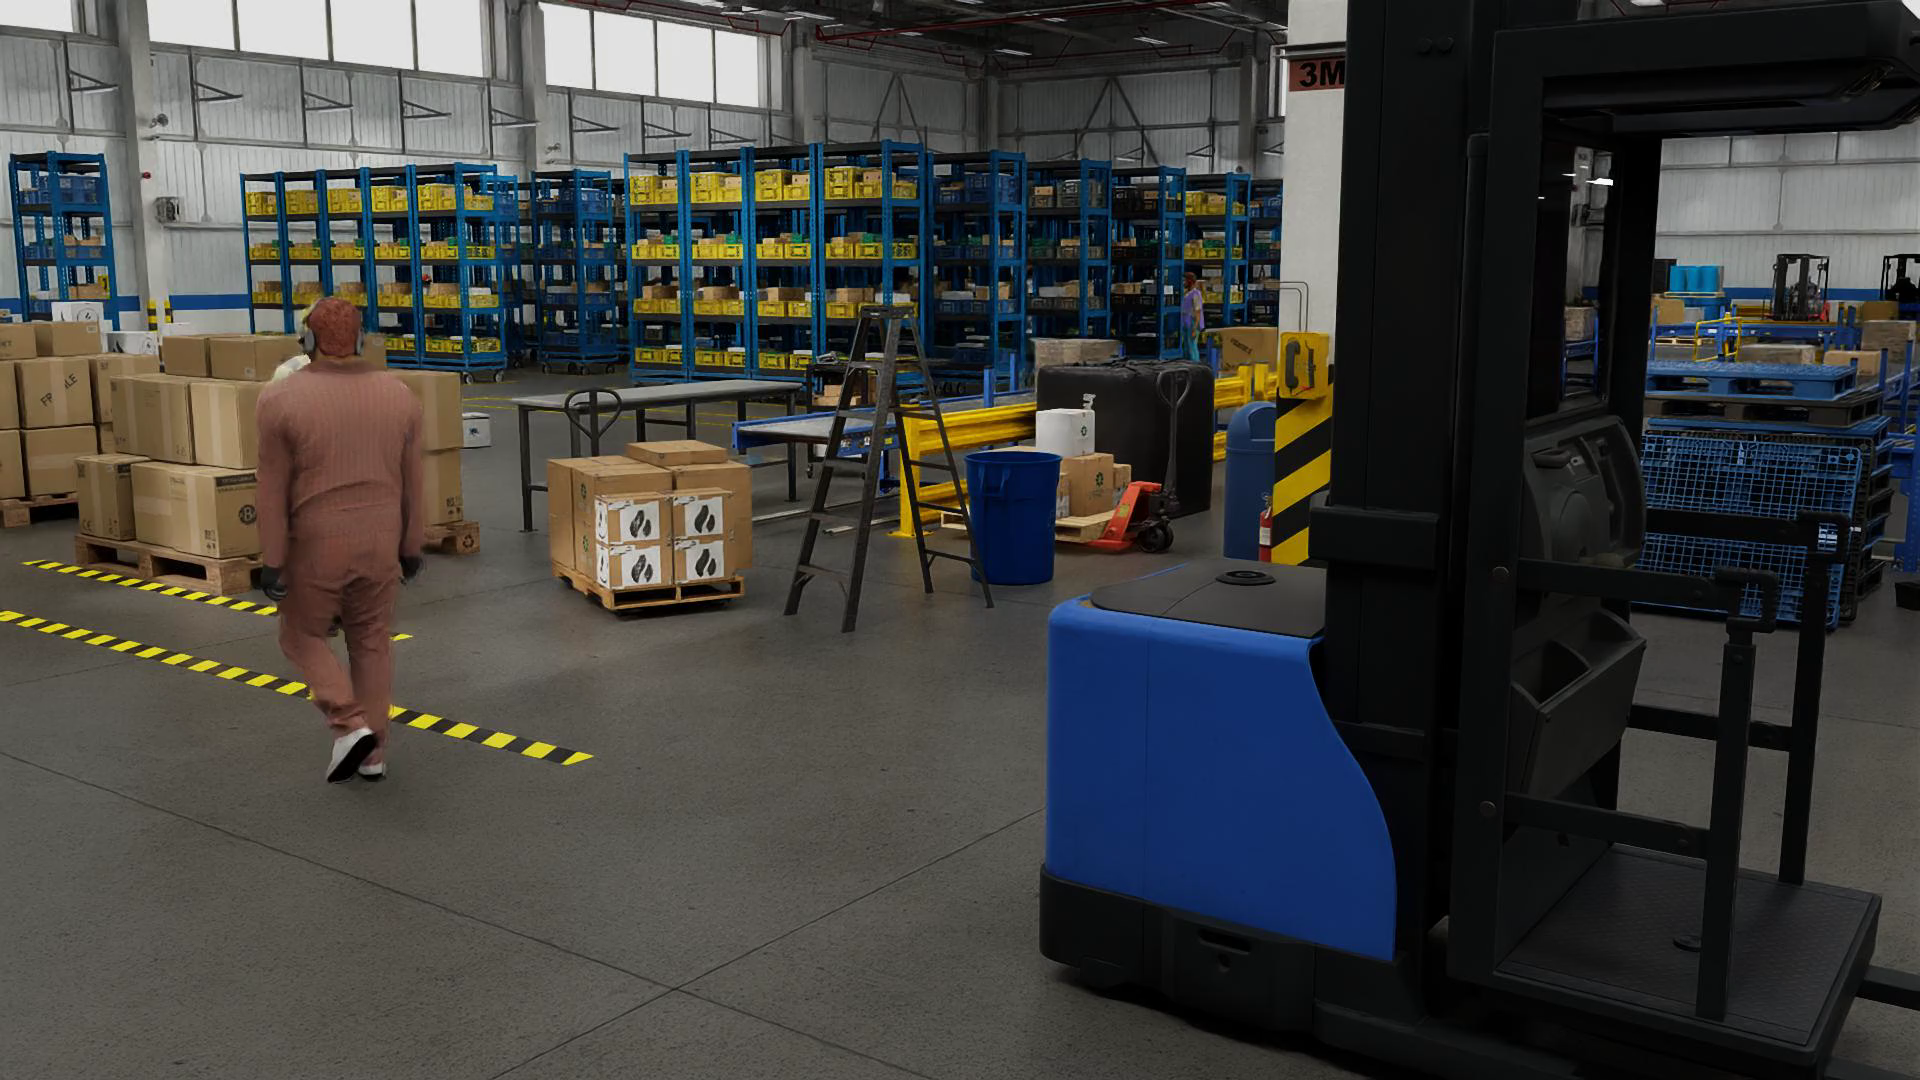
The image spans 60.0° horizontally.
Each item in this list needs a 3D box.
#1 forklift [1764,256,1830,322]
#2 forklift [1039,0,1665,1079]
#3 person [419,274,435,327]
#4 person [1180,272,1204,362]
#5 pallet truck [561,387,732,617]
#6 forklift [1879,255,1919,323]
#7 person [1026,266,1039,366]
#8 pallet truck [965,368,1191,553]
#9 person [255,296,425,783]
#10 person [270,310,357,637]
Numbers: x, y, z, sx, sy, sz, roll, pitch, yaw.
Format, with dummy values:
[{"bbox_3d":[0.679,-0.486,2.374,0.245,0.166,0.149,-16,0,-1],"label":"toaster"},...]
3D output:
[{"bbox_3d":[20.253,-5.854,40.139,1.157,1.987,2.680,7,12,35],"label":"forklift"},{"bbox_3d":[1.249,-0.137,4.360,1.873,2.768,1.129,7,12,35],"label":"forklift"},{"bbox_3d":[-11.534,-4.891,36.063,0.355,1.744,0.557,4,10,23],"label":"person"},{"bbox_3d":[3.757,-3.418,26.981,0.373,1.841,0.570,-1,10,-9],"label":"person"},{"bbox_3d":[-1.981,-0.274,10.088,0.680,1.201,1.601,-5,11,-28],"label":"pallet truck"},{"bbox_3d":[22.089,-5.634,38.796,1.157,1.987,2.680,6,11,33],"label":"forklift"},{"bbox_3d":[1.341,-4.247,31.385,0.635,2.022,0.622,5,11,27],"label":"person"},{"bbox_3d":[0.845,-0.609,11.869,1.630,1.274,0.653,7,12,35],"label":"pallet truck"},{"bbox_3d":[-2.361,0.018,6.380,0.664,1.888,0.464,-9,13,-43],"label":"person"},{"bbox_3d":[-3.369,-0.375,8.953,0.439,1.815,0.611,5,11,25],"label":"person"}]
